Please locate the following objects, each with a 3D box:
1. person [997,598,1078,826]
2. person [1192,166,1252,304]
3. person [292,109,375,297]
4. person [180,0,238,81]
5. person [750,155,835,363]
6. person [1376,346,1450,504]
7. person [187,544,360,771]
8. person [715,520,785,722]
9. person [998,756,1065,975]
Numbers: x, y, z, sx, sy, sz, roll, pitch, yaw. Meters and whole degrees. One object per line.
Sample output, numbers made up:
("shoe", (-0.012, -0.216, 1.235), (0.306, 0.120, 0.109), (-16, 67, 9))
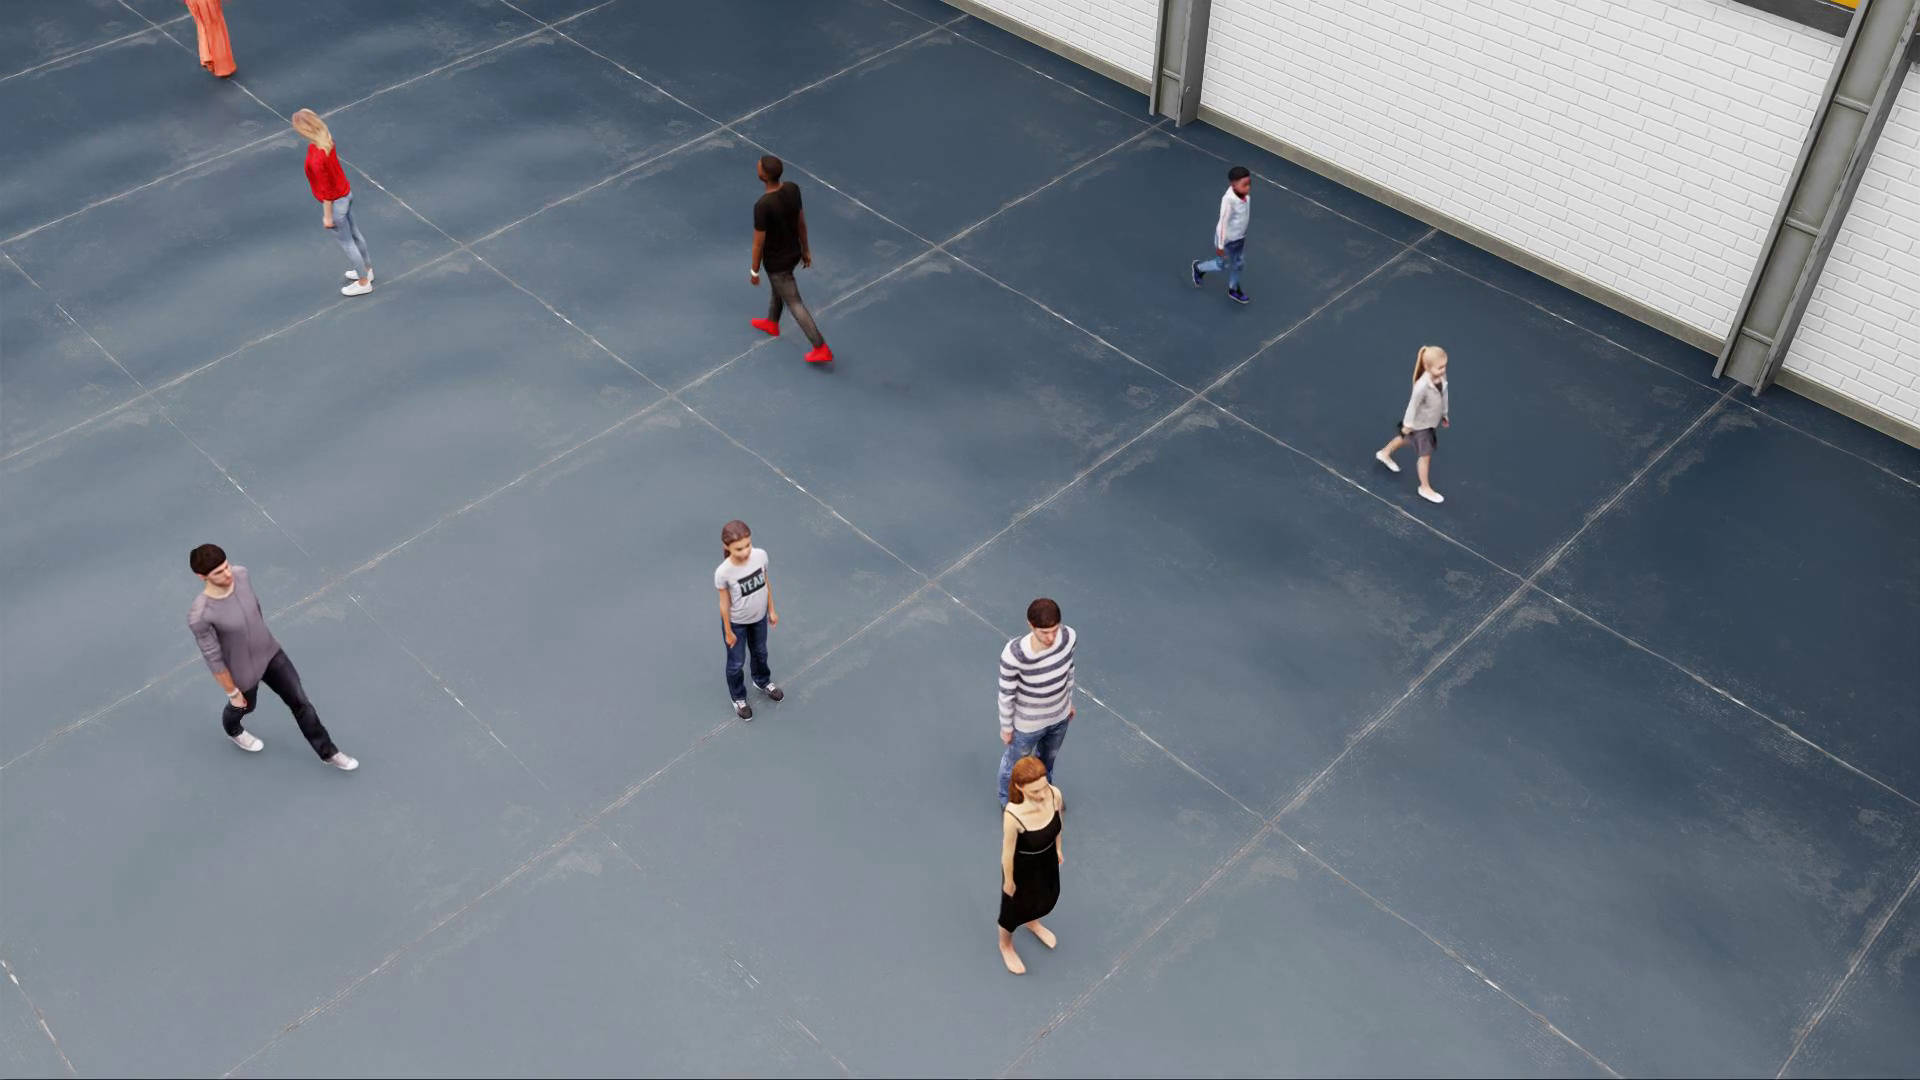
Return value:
("person", (0.455, 0.994, 9.760), (0.706, 1.852, 0.627), (-21, 47, -20))
("person", (2.240, -2.591, 13.961), (0.769, 1.248, 0.484), (33, 52, 29))
("person", (-5.201, -2.821, 13.870), (0.741, 1.706, 0.660), (-3, 44, -3))
("person", (-7.565, -5.367, 16.478), (0.861, 1.795, 0.918), (4, 44, 4))
("person", (-1.327, -2.181, 13.153), (1.221, 1.769, 0.793), (25, 49, 24))
("person", (3.346, -0.921, 12.206), (0.859, 1.251, 0.517), (34, 53, 30))
("person", (-4.385, 0.723, 10.078), (1.281, 1.806, 0.993), (16, 46, 16))
("person", (-1.360, 0.473, 10.517), (0.554, 1.562, 0.541), (-29, 51, -27))
("person", (0.380, 1.753, 9.128), (0.574, 1.625, 0.576), (-31, 51, -28))
